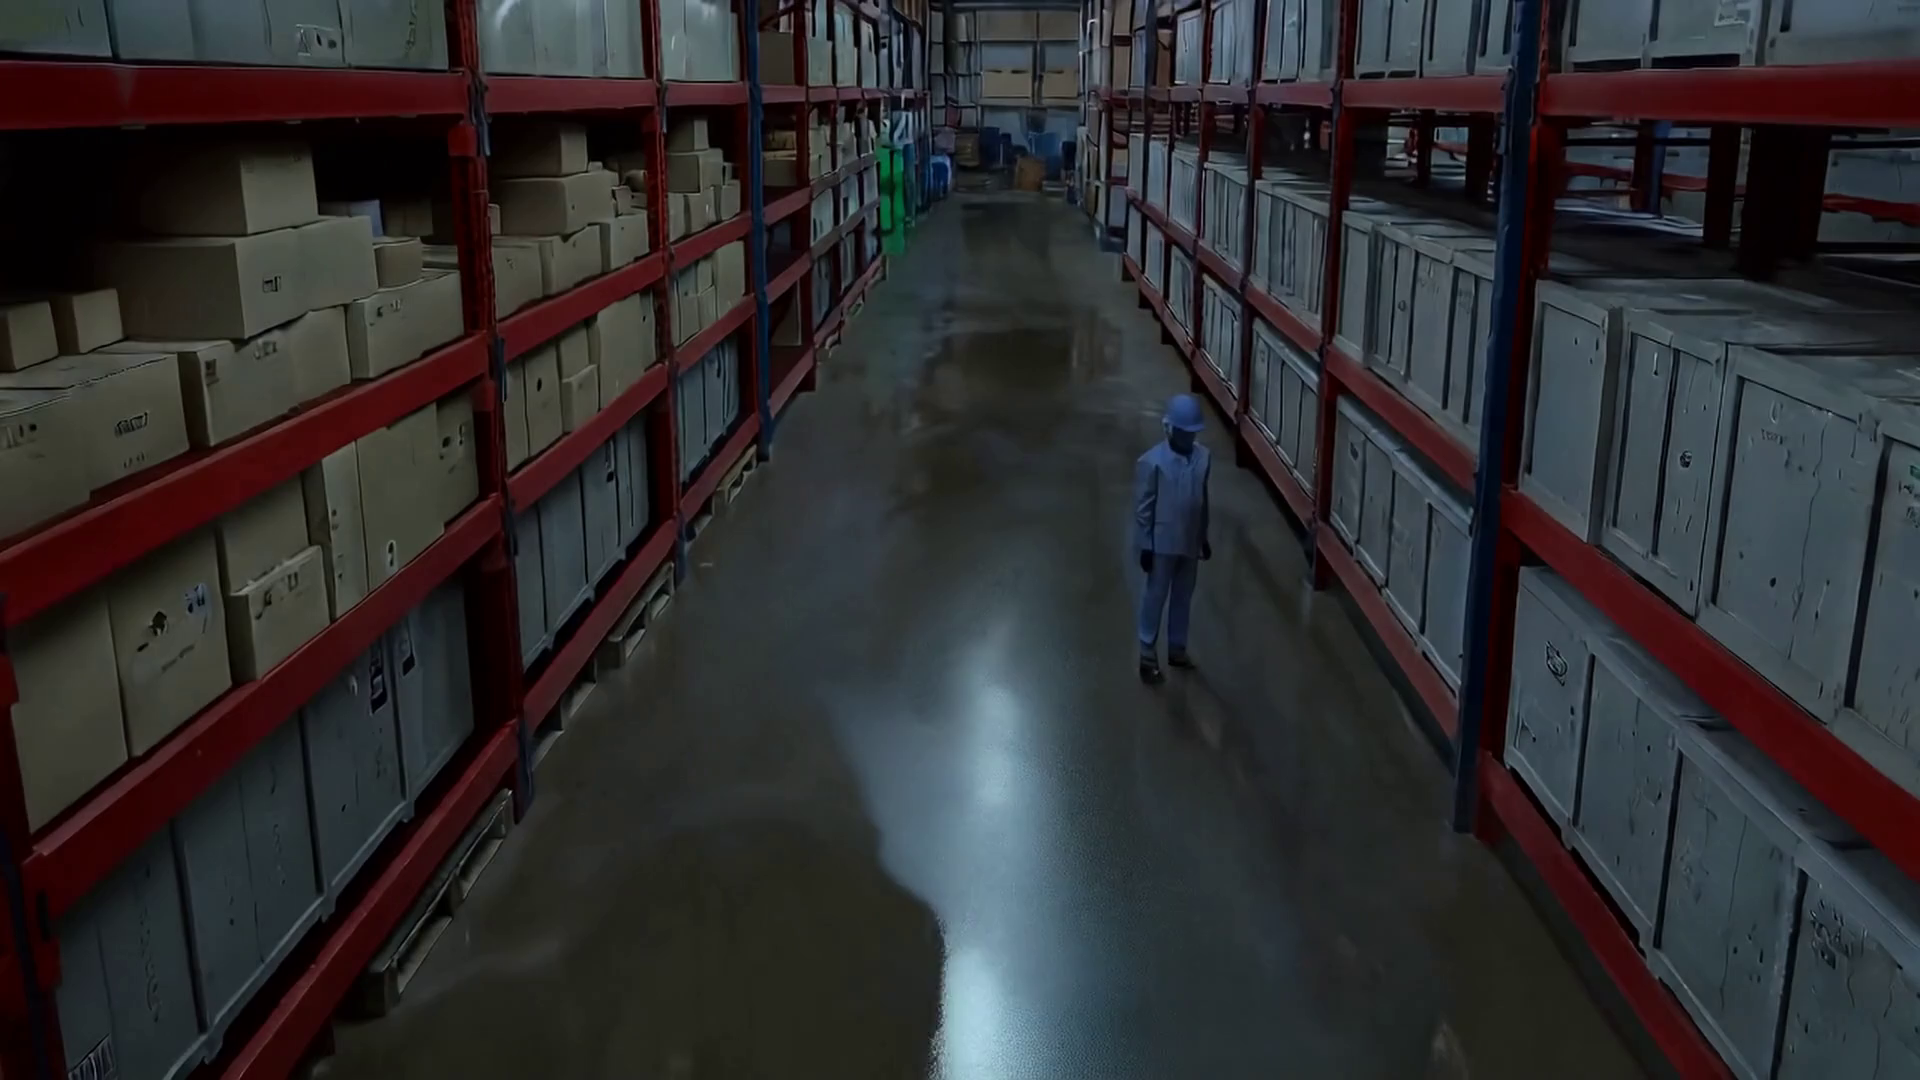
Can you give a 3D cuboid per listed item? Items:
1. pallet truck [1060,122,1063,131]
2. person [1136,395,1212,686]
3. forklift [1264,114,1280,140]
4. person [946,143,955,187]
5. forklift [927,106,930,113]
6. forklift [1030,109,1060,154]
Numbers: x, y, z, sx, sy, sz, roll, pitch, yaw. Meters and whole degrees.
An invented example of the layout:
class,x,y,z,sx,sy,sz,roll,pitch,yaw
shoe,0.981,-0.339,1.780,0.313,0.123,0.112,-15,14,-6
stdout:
class,x,y,z,sx,sy,sz,roll,pitch,yaw
pallet truck,5.788,-21.111,88.014,1.885,1.965,0.823,5,16,18
person,1.302,-0.007,9.957,0.572,1.747,0.342,-11,18,-34
forklift,11.031,-14.038,60.023,1.129,2.768,1.873,0,15,2
person,-0.456,-14.166,62.873,0.606,1.615,0.539,-3,15,-11
forklift,-2.001,-20.667,84.687,1.129,2.768,1.873,0,15,2
forklift,3.819,-16.736,70.062,1.873,2.768,1.129,12,19,37
